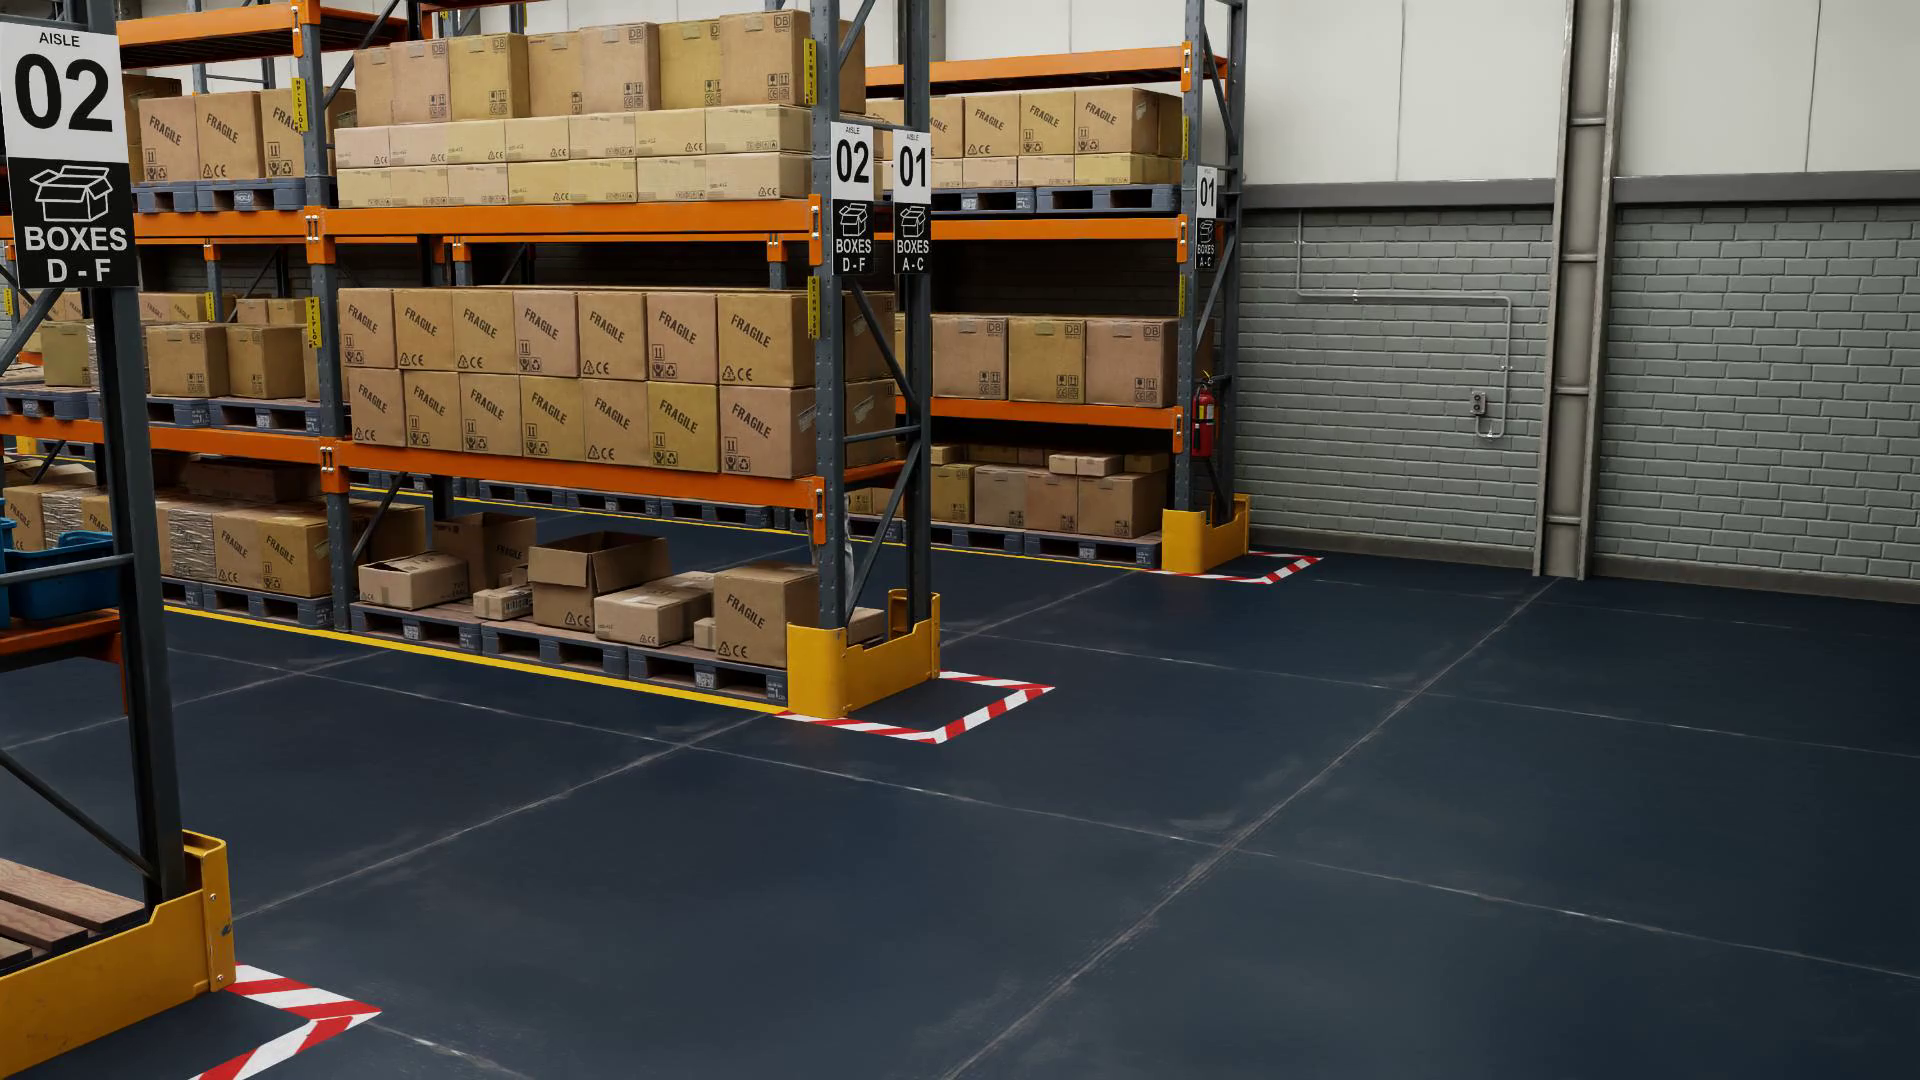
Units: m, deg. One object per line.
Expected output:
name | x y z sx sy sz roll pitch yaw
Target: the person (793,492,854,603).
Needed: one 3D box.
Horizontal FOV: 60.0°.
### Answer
person | -0.914 -0.315 11.247 0.355 1.883 0.575 6 11 30
